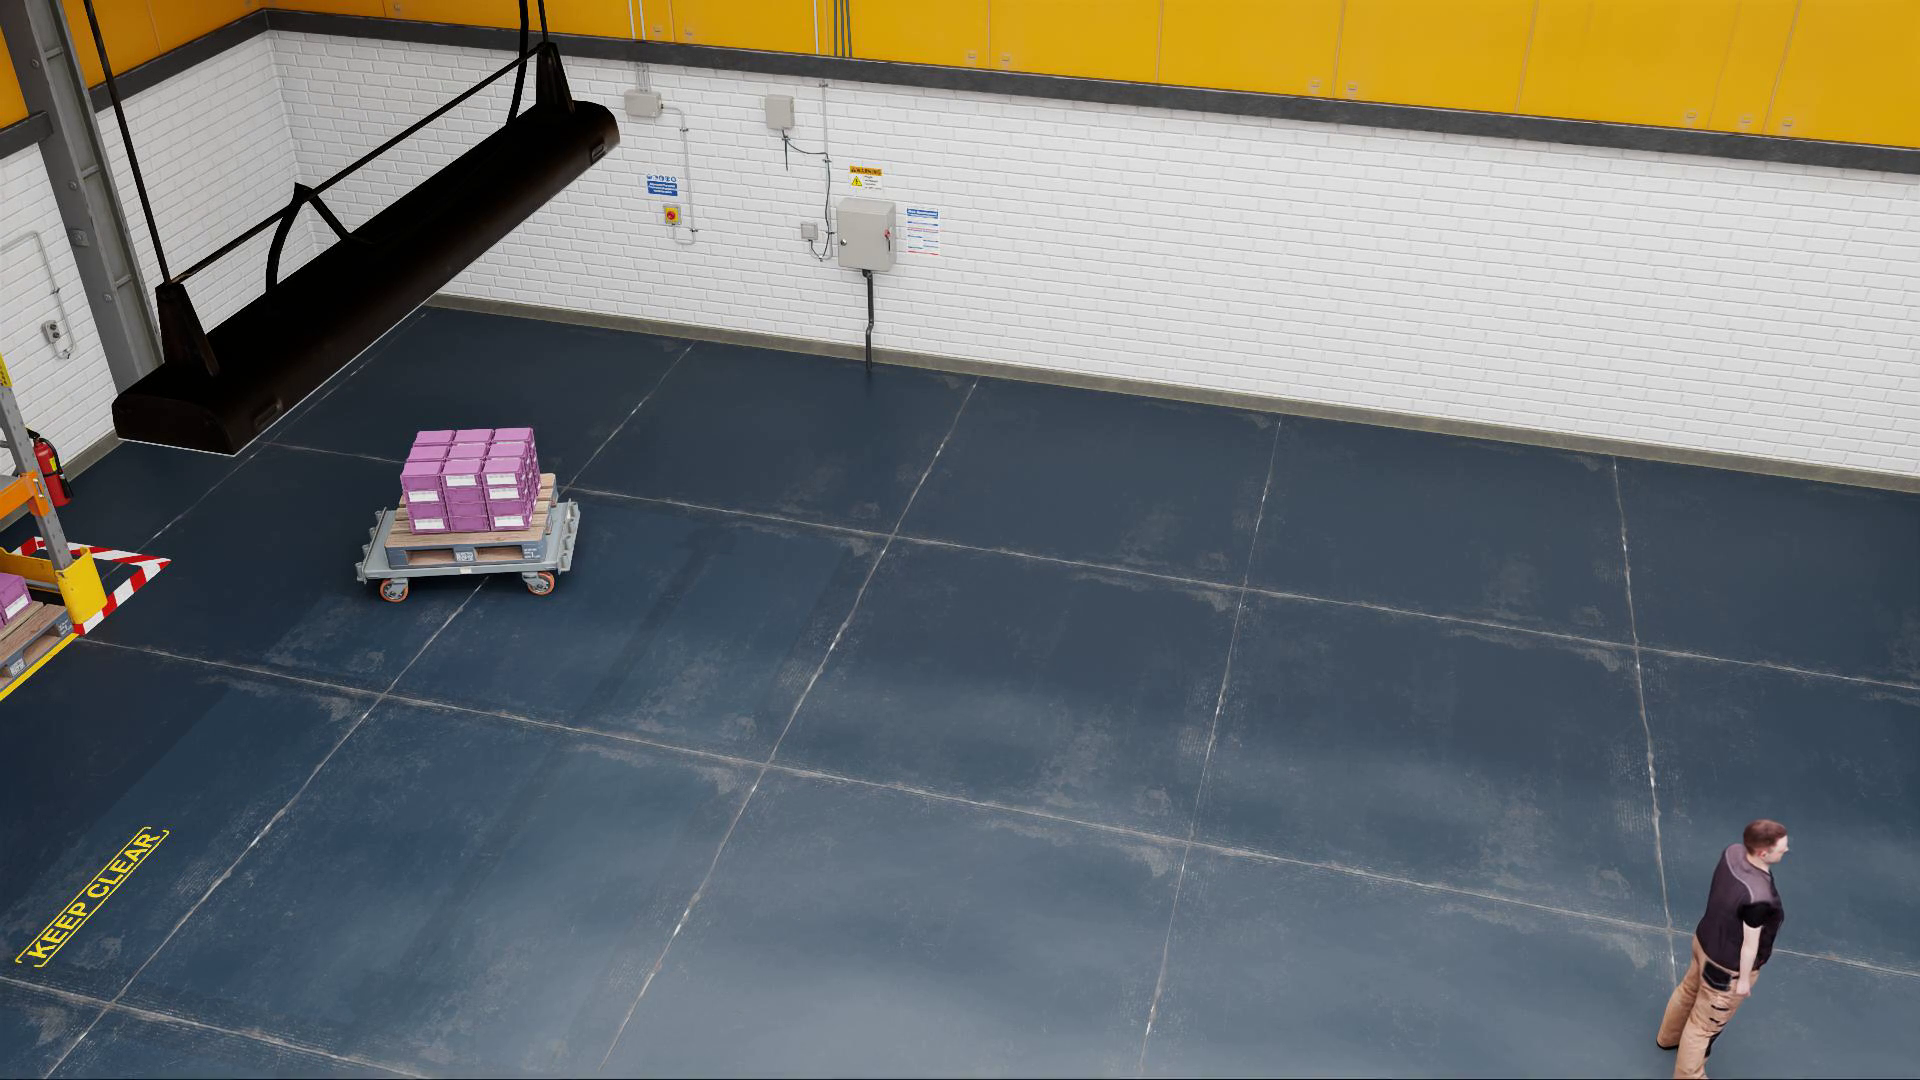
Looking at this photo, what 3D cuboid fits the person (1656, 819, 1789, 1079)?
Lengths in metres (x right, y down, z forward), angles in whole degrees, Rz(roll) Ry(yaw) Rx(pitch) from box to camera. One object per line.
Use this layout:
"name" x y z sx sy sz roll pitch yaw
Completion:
"person" 4.121 2.206 8.972 0.779 1.841 0.580 3 34 5
